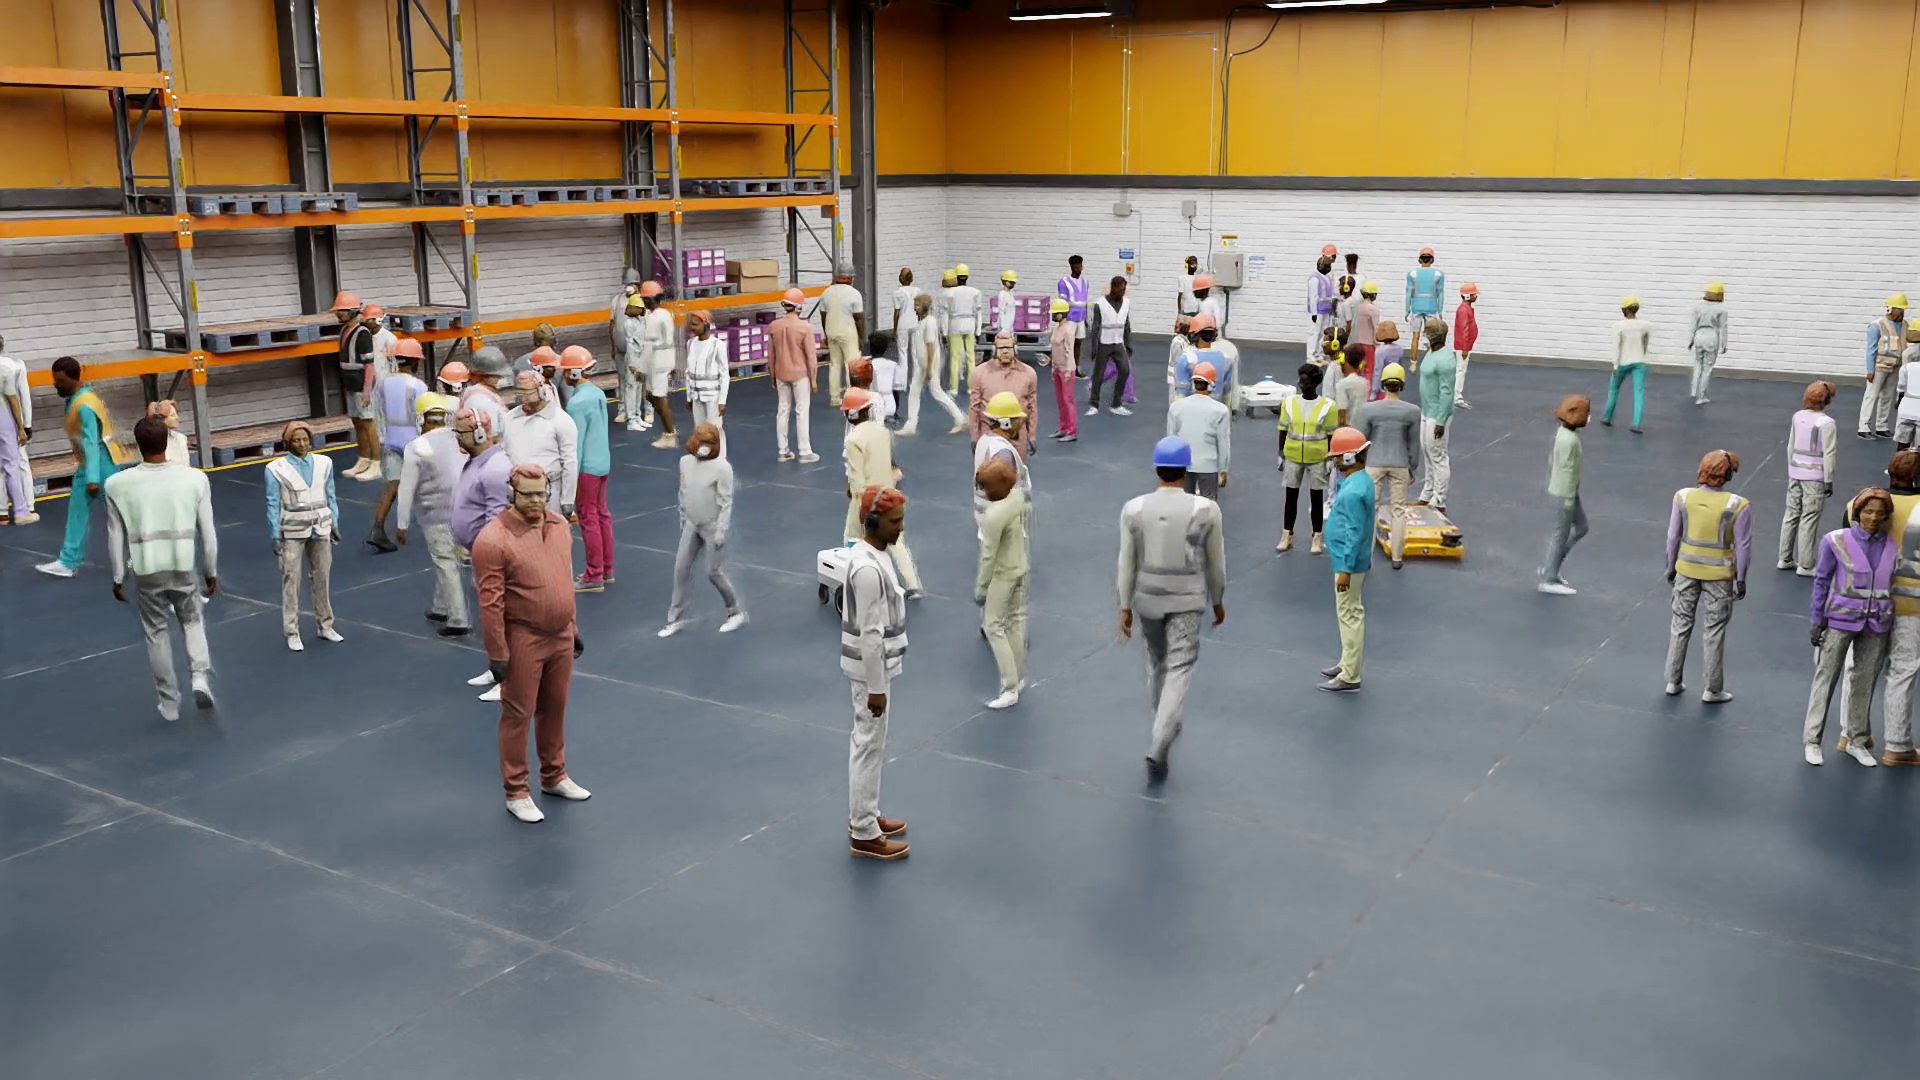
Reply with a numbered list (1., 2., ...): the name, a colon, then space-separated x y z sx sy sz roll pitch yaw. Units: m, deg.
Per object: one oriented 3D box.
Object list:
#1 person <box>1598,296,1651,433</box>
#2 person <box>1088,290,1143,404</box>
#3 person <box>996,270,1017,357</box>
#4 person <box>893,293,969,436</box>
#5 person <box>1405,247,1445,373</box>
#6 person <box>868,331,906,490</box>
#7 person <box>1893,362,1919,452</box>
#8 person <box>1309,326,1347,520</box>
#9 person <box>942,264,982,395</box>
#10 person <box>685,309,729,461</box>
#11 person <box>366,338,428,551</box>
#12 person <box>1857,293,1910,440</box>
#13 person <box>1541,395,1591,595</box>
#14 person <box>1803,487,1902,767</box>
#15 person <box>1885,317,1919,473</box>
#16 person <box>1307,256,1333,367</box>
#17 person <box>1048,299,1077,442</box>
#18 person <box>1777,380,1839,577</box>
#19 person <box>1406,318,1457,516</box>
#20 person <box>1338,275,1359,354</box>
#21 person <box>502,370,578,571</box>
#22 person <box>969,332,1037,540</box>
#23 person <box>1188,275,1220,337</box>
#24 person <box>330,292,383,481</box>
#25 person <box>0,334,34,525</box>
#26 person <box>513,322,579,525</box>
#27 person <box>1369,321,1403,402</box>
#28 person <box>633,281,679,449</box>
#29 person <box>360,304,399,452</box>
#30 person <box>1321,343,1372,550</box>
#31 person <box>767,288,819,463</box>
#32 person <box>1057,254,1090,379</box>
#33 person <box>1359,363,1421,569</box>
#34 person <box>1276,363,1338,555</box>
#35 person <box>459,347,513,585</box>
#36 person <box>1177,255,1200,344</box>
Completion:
1. person: 8.563 -2.259 21.332 0.532 1.714 0.918 0 13 0
2. person: 2.229 -2.779 23.576 0.722 1.710 0.585 0 13 1
3. person: 0.726 -3.257 25.543 0.328 1.765 0.527 4 14 17
4. person: -0.340 -2.194 20.851 0.930 1.812 0.527 -4 14 -18
5. person: 7.520 -3.720 26.958 0.605 2.035 0.390 3 13 15
6. person: -0.815 -1.360 17.528 0.804 1.667 0.540 12 18 43
7. person: 9.826 -1.251 17.013 0.322 1.686 0.540 -7 15 -28
8. person: 3.585 -1.127 16.069 0.319 1.871 0.532 2 13 9
9. person: 0.028 -3.091 24.492 0.589 1.919 0.394 -3 13 -14
10. person: -2.699 -1.510 17.699 0.582 1.882 0.338 10 17 38
11. person: -4.986 -0.854 14.878 0.552 1.886 1.003 6 14 23
12. person: 11.460 -2.138 20.571 0.591 1.823 0.405 -4 14 -19
13. person: 4.873 -0.358 13.268 0.360 1.618 0.532 5 14 19
14. person: 5.134 0.498 9.530 0.525 1.636 0.307 1 13 4
15. person: 10.477 -1.576 18.292 0.492 1.742 0.321 -5 14 -21
16. person: 6.027 -3.814 27.811 0.429 1.836 0.630 9 16 35
17. person: 1.246 -2.090 20.503 0.349 1.759 0.522 -5 14 -19
18. person: 7.101 -0.513 13.898 0.305 1.645 0.522 -2 13 -10
19. person: 4.621 -1.192 16.207 0.377 1.938 0.628 0 13 2
20. person: 5.319 -2.708 22.936 0.311 1.865 0.534 5 14 22
21. person: -3.190 -0.331 12.539 0.644 1.908 0.408 5 14 20
22. person: 0.401 -0.948 15.213 0.639 1.909 0.409 -2 13 -7
23. person: 3.299 -2.625 22.517 0.625 1.903 0.652 4 14 17
24. person: -6.538 -1.659 17.997 0.397 2.044 0.609 -11 17 -40
25. person: -9.154 -1.087 15.868 0.352 1.883 0.580 9 16 35
26. person: -3.898 -1.082 15.730 0.628 1.937 0.375 4 14 17
27. person: 4.855 -1.686 19.012 0.498 1.634 0.281 -12 18 -42
28. person: -3.626 -2.078 19.880 0.491 2.020 0.601 1 13 4
29. person: -6.916 -1.926 19.782 0.573 1.746 0.339 8 15 31
30. person: 3.444 -0.825 14.861 0.381 1.824 0.726 10 16 37
31. person: -1.900 -1.880 19.059 0.625 1.992 0.389 6 14 25
32. person: 1.798 -3.493 26.120 0.605 1.966 0.367 -11 17 -39
33. person: 3.624 -0.621 14.122 0.525 1.762 0.339 1 13 6
34. person: 3.051 -0.716 14.670 0.535 1.695 0.318 6 14 23
35. person: -3.702 -0.563 13.248 0.535 2.000 0.736 -5 14 -21
36. person: 3.814 -3.772 27.542 0.538 1.869 0.313 -10 16 -36
